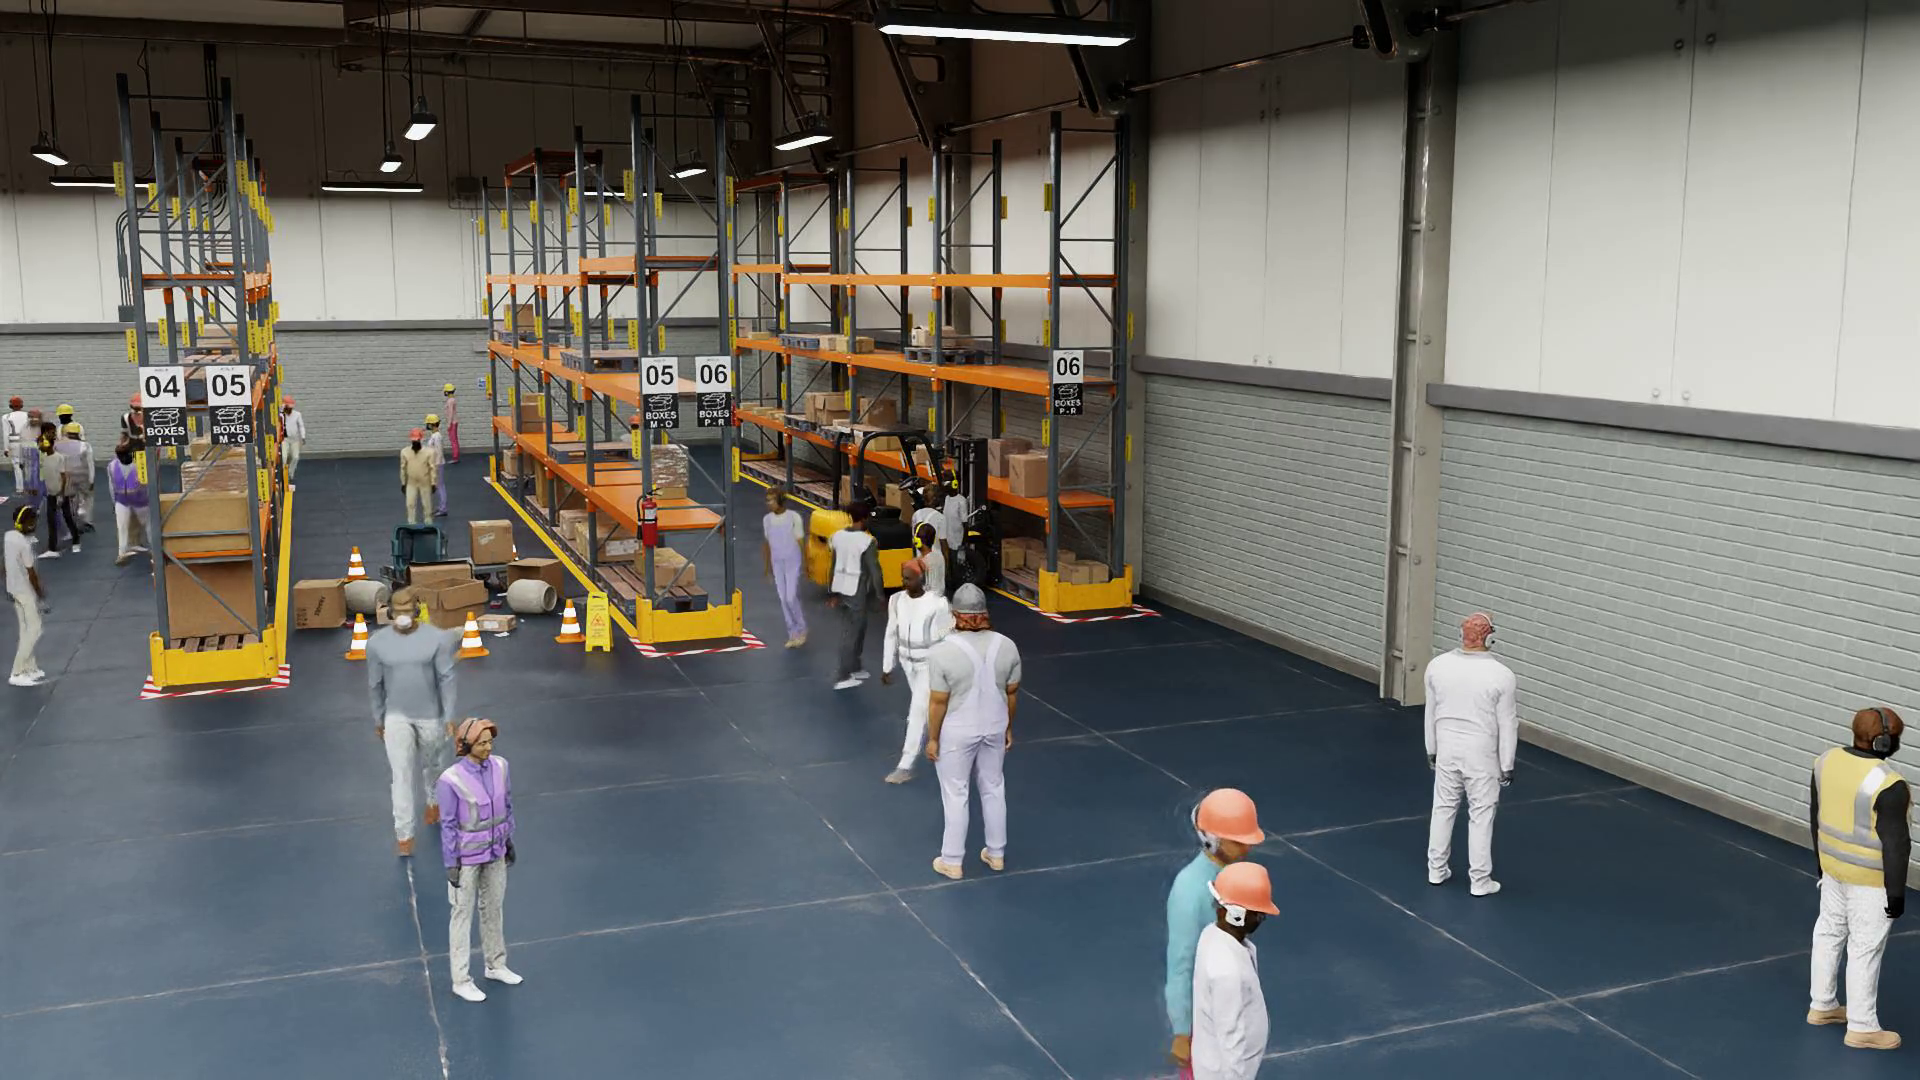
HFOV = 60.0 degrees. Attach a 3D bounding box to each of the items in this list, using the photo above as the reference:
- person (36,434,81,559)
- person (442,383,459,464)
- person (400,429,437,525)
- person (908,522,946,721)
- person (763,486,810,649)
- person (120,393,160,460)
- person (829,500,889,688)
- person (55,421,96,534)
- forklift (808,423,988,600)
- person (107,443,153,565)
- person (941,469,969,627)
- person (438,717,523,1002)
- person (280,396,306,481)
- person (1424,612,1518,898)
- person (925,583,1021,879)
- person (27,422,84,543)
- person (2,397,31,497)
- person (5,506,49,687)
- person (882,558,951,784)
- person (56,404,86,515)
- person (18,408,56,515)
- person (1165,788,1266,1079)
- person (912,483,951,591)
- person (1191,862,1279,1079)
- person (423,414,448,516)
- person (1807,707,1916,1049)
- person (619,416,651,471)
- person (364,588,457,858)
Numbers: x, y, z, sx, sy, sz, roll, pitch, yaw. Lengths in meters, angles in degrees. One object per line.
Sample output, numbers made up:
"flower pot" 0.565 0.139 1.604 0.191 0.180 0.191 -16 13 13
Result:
"person" -13.339 -0.653 24.545 0.507 1.809 0.875 1 9 9
"person" -11.215 -2.562 36.636 0.311 1.769 0.525 -2 9 -10
"person" -8.573 -0.892 26.262 0.605 1.715 0.820 -1 9 -4
"person" -0.308 0.762 15.418 0.335 1.864 0.521 4 10 23
"person" -1.950 0.311 18.389 0.550 1.820 0.423 5 10 26
"person" -14.767 -1.628 29.959 0.633 2.026 0.489 -2 9 -11
"person" -0.993 0.538 16.728 0.700 1.891 0.590 -8 12 -40
"person" -14.056 -0.975 26.482 0.593 1.814 0.474 -2 9 -10
"forklift" -0.830 -0.399 21.676 2.313 2.155 1.214 -4 10 -21
"person" -11.979 -0.557 24.137 0.640 1.749 1.129 -1 9 -9
"person" -0.083 0.092 19.607 0.310 1.869 0.531 -4 10 -26
"person" -2.761 1.812 9.540 0.313 1.632 0.516 5 10 30
"person" -13.452 -2.017 33.316 0.574 1.726 0.497 -8 12 -42
"person" 3.422 1.424 11.130 0.652 1.901 0.396 8 12 43
"person" 0.047 1.296 11.489 0.689 2.000 0.538 -5 10 -27
"person" -14.156 -0.894 25.830 0.924 1.857 0.679 0 9 -2
"person" -17.560 -1.737 31.076 0.361 1.882 0.575 8 12 39
"person" -9.455 0.564 16.769 0.682 1.834 0.462 7 12 38
"person" -0.307 1.033 13.823 0.587 1.837 0.984 7 11 36
"person" -15.356 -1.384 28.710 0.585 1.928 0.378 4 10 23
"person" -15.965 -1.377 28.844 0.670 1.872 0.711 2 9 12
"person" 1.019 2.008 7.253 0.623 1.970 0.616 6 11 32
"person" -0.309 0.289 18.445 0.506 1.846 0.345 8 12 40
"person" 1.128 2.175 6.879 0.338 1.744 0.560 1 9 4
"person" -9.031 -1.290 28.631 0.326 1.767 0.533 -3 10 -20
"person" 4.869 1.796 8.969 0.429 1.841 0.633 -2 9 -11
"person" -5.658 -1.306 28.910 0.585 1.700 0.892 -4 10 -23
"person" -3.994 1.270 12.156 0.635 1.896 1.048 -2 9 -13
